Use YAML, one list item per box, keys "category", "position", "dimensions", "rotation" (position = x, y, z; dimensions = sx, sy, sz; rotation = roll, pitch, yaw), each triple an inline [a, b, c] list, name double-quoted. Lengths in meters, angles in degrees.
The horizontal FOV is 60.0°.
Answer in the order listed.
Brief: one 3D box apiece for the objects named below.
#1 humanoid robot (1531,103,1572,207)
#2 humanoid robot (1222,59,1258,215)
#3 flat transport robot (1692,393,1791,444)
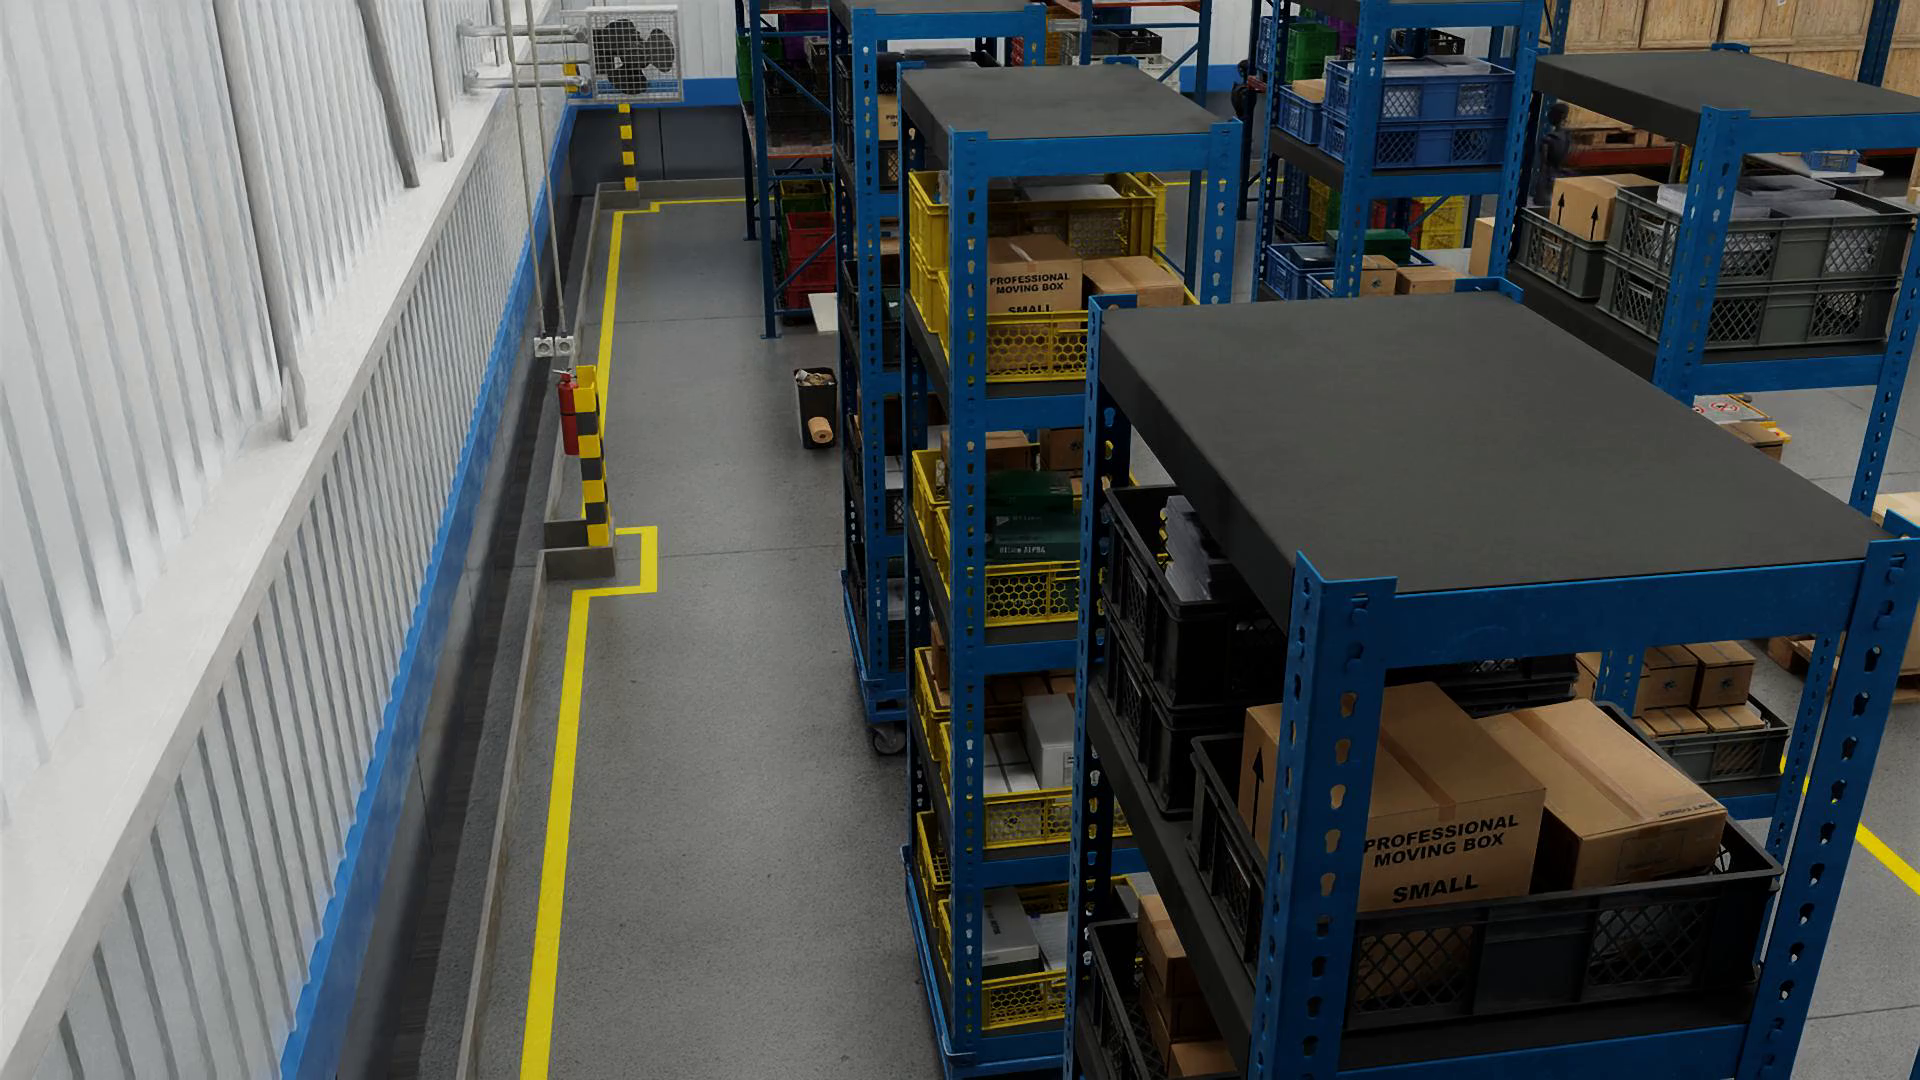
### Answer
- category: "humanoid robot"
  position: [5.703, -3.373, 15.983]
  dimensions: [0.589, 1.634, 0.671]
  rotation: [-21, 32, -38]
- category: "humanoid robot"
  position: [3.074, -4.395, 18.152]
  dimensions: [0.315, 1.656, 0.609]
  rotation: [2, 25, 5]
- category: "flat transport robot"
  position: [5.224, -0.859, 12.132]
  dimensions: [1.431, 0.197, 0.652]
  rotation: [-4, 25, -8]
